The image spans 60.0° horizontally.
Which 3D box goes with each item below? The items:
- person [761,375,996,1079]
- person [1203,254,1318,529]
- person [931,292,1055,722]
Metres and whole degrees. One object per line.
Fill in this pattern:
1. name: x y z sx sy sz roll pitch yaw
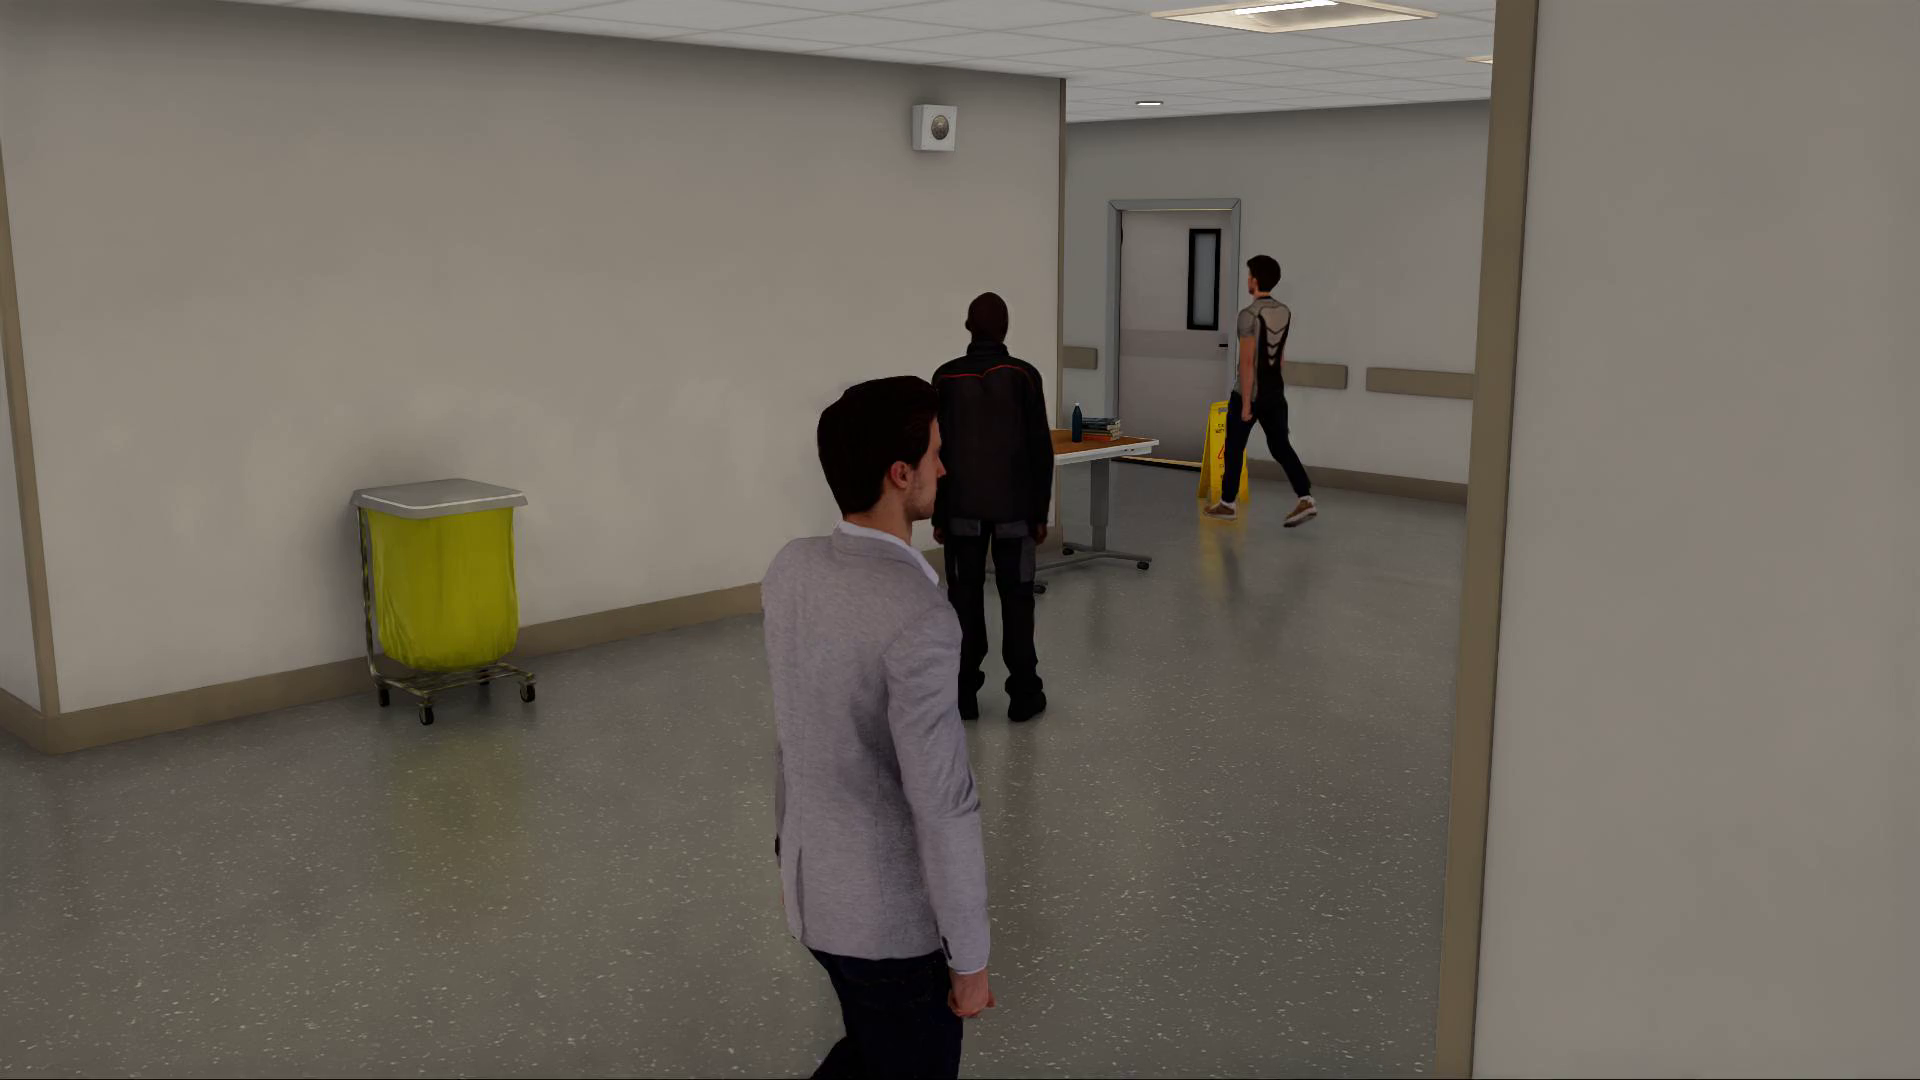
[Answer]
1. person: -0.225 0.644 2.909 0.819 1.836 0.765 -7 13 -34
2. person: 2.136 -0.975 11.390 0.814 1.855 1.271 -7 13 -34
3. person: 0.125 -0.142 7.077 0.748 1.826 0.850 2 11 10
